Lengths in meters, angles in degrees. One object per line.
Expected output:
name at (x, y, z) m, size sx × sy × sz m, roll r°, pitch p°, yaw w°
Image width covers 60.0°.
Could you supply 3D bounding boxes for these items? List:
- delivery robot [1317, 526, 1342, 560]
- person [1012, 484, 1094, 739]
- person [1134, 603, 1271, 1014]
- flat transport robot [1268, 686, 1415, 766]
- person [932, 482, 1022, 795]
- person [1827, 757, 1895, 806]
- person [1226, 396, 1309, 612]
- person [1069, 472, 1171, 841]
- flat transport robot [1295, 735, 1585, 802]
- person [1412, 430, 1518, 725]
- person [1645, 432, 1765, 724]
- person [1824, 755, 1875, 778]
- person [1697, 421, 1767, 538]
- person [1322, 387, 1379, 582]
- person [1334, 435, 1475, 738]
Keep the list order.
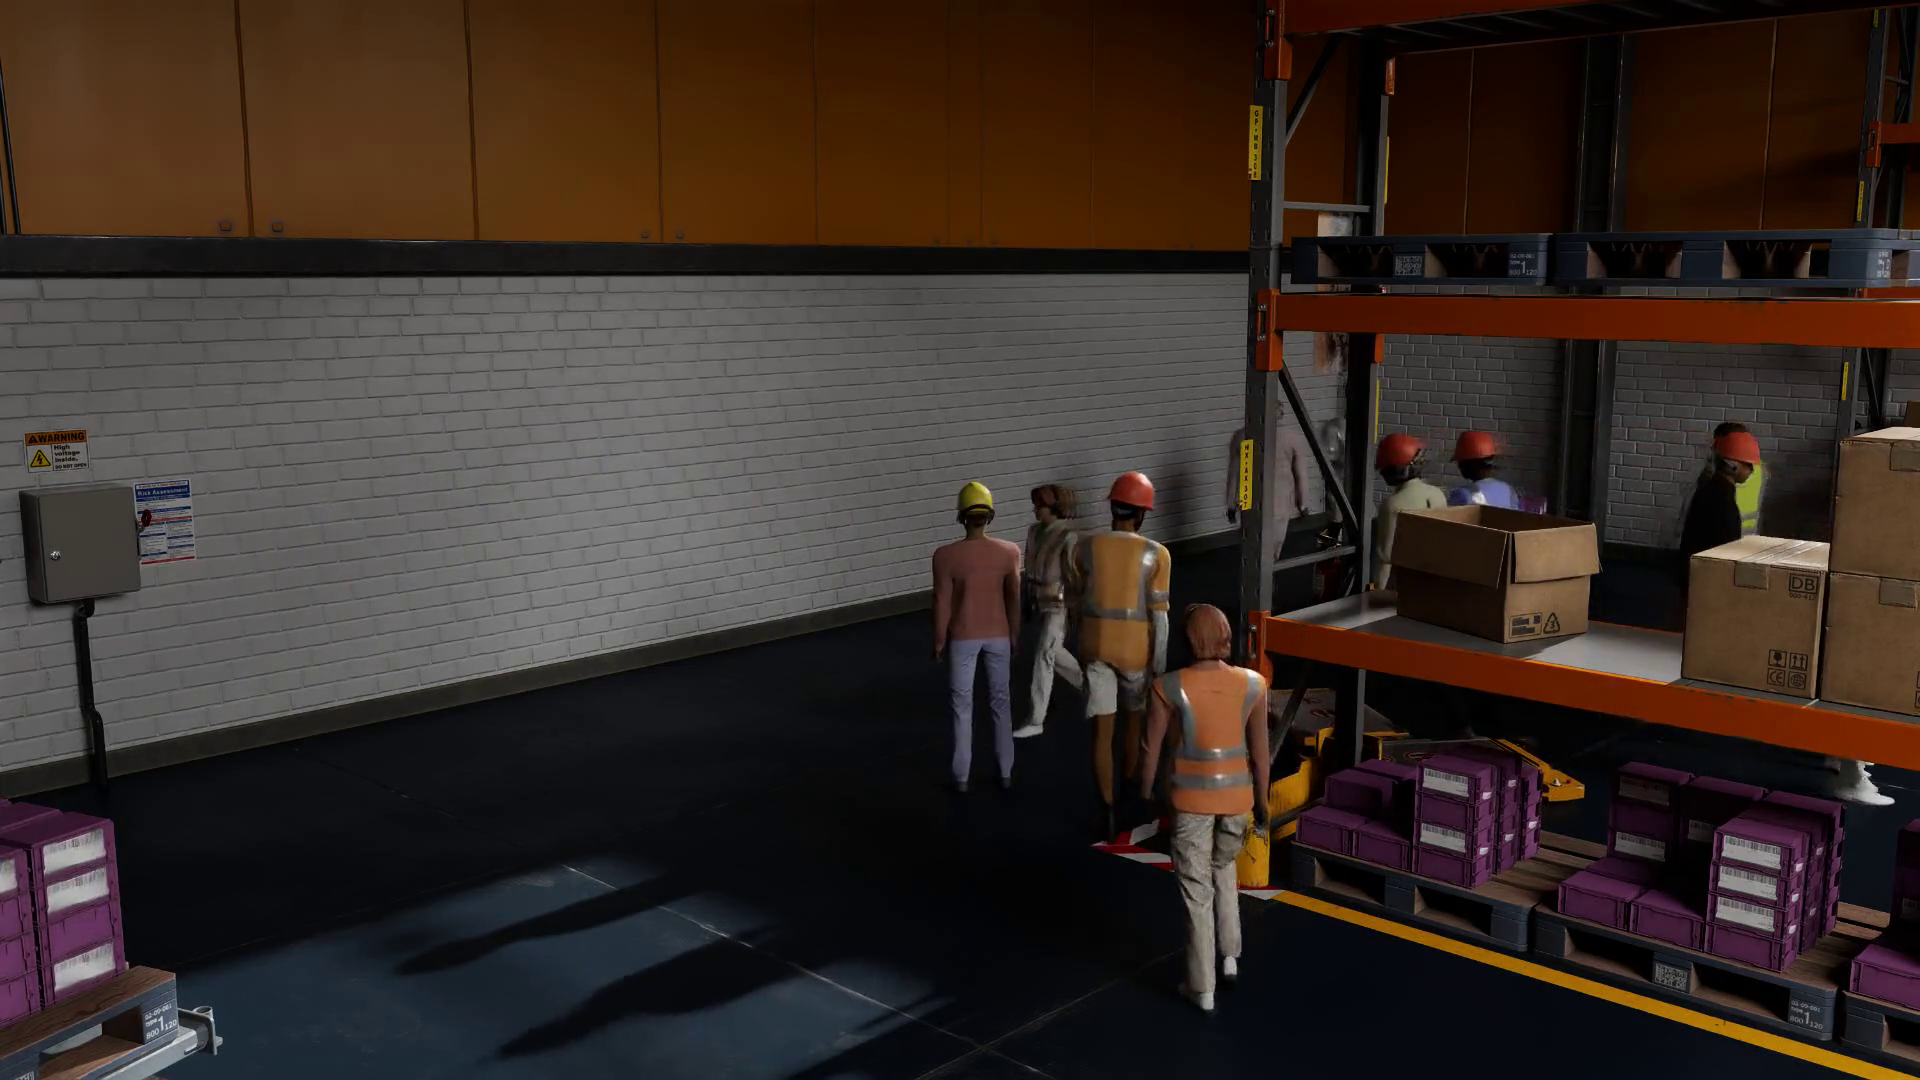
delivery robot at (3.692, 0.000, 16.170) m, size 0.477 × 0.478 × 0.707 m, roll 3°, pitch 10°, yaw 21°
person at (0.643, 0.430, 10.589) m, size 0.755 × 1.615 × 0.527 m, roll -5°, pitch 10°, yaw -28°
person at (0.977, 1.063, 6.700) m, size 0.512 × 1.618 × 0.522 m, roll -3°, pitch 10°, yaw -15°
flat transport robot at (2.238, 1.144, 10.307) m, size 0.652 × 0.197 × 1.431 m, roll -1°, pitch 9°, yaw -9°
person at (0.091, 0.552, 9.371) m, size 0.528 × 1.767 × 0.325 m, roll -3°, pitch 10°, yaw -16°
person at (5.037, 0.529, 9.073) m, size 0.426 × 1.905 × 0.599 m, roll 3°, pitch 10°, yaw 19°
person at (2.669, -0.317, 14.360) m, size 0.662 × 1.883 × 0.729 m, roll 5°, pitch 10°, yaw 26°
person at (0.849, 0.585, 8.831) m, size 0.548 × 1.876 × 0.943 m, roll 2°, pitch 9°, yaw 12°
flat transport robot at (2.682, 1.302, 9.344) m, size 1.431 × 0.197 × 0.652 m, roll -2°, pitch 9°, yaw -10°
person at (3.279, 0.225, 10.952) m, size 0.557 × 1.899 × 0.844 m, roll -8°, pitch 12°, yaw -39°
person at (4.761, 0.262, 10.636) m, size 1.041 × 1.938 × 0.637 m, roll 2°, pitch 9°, yaw 11°
person at (5.275, 0.558, 9.737) m, size 0.265 × 1.632 × 0.507 m, roll 6°, pitch 11°, yaw 33°
person at (5.736, 0.031, 12.390) m, size 0.631 × 1.826 × 0.604 m, roll -4°, pitch 10°, yaw -24°
person at (3.594, -0.477, 15.149) m, size 0.628 × 1.928 × 0.836 m, roll -3°, pitch 10°, yaw -17°
person at (2.834, 0.297, 10.452) m, size 0.666 × 1.921 × 1.048 m, roll -9°, pitch 13°, yaw -44°
